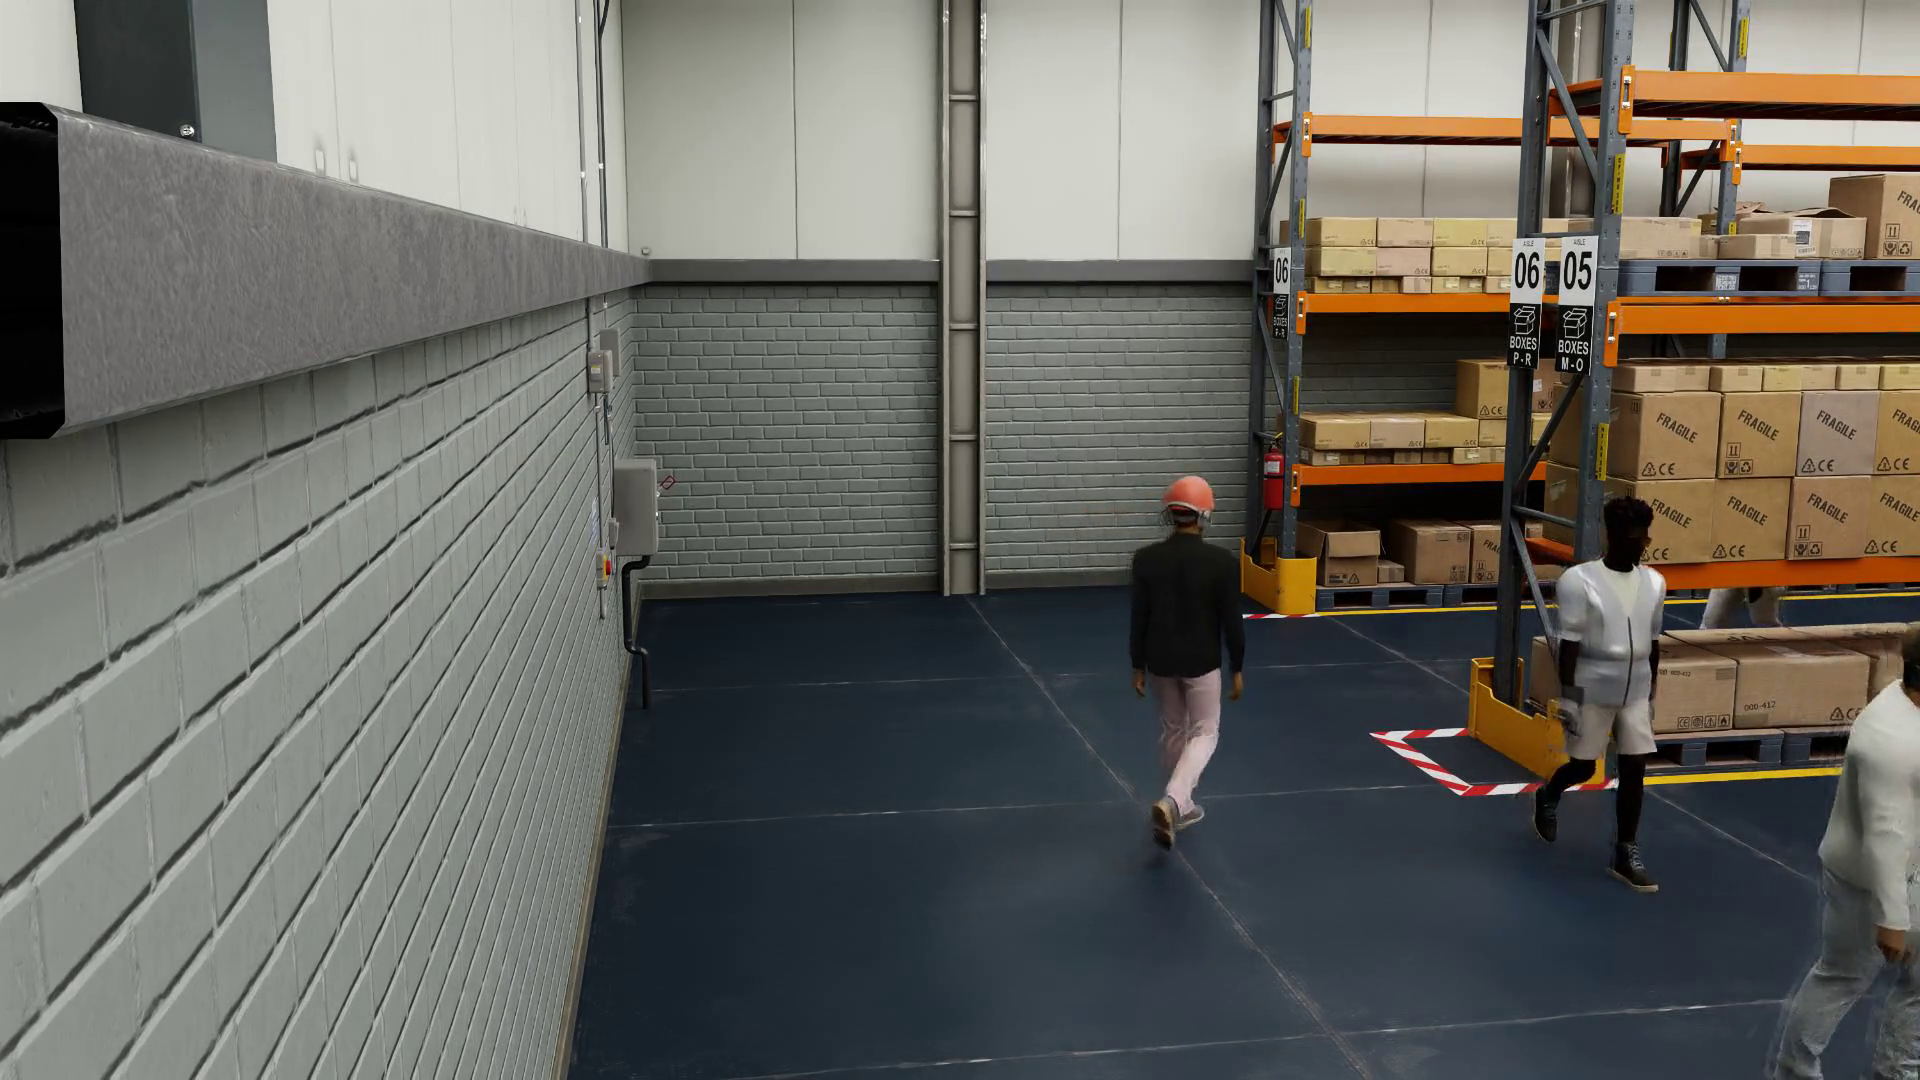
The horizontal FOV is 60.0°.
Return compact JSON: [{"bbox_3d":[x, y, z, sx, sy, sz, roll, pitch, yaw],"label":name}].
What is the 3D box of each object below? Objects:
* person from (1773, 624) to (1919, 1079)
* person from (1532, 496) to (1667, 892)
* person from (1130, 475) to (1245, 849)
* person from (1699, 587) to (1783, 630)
[{"bbox_3d":[3.187,1.175,5.712,0.720,1.889,0.629,9,13,44],"label":"person"},{"bbox_3d":[3.216,0.725,8.329,0.622,1.942,0.762,-2,9,-10],"label":"person"},{"bbox_3d":[1.170,0.647,8.756,0.621,1.971,0.810,5,11,29],"label":"person"},{"bbox_3d":[5.452,0.244,11.729,0.949,1.795,0.657,-2,9,-12],"label":"person"}]
